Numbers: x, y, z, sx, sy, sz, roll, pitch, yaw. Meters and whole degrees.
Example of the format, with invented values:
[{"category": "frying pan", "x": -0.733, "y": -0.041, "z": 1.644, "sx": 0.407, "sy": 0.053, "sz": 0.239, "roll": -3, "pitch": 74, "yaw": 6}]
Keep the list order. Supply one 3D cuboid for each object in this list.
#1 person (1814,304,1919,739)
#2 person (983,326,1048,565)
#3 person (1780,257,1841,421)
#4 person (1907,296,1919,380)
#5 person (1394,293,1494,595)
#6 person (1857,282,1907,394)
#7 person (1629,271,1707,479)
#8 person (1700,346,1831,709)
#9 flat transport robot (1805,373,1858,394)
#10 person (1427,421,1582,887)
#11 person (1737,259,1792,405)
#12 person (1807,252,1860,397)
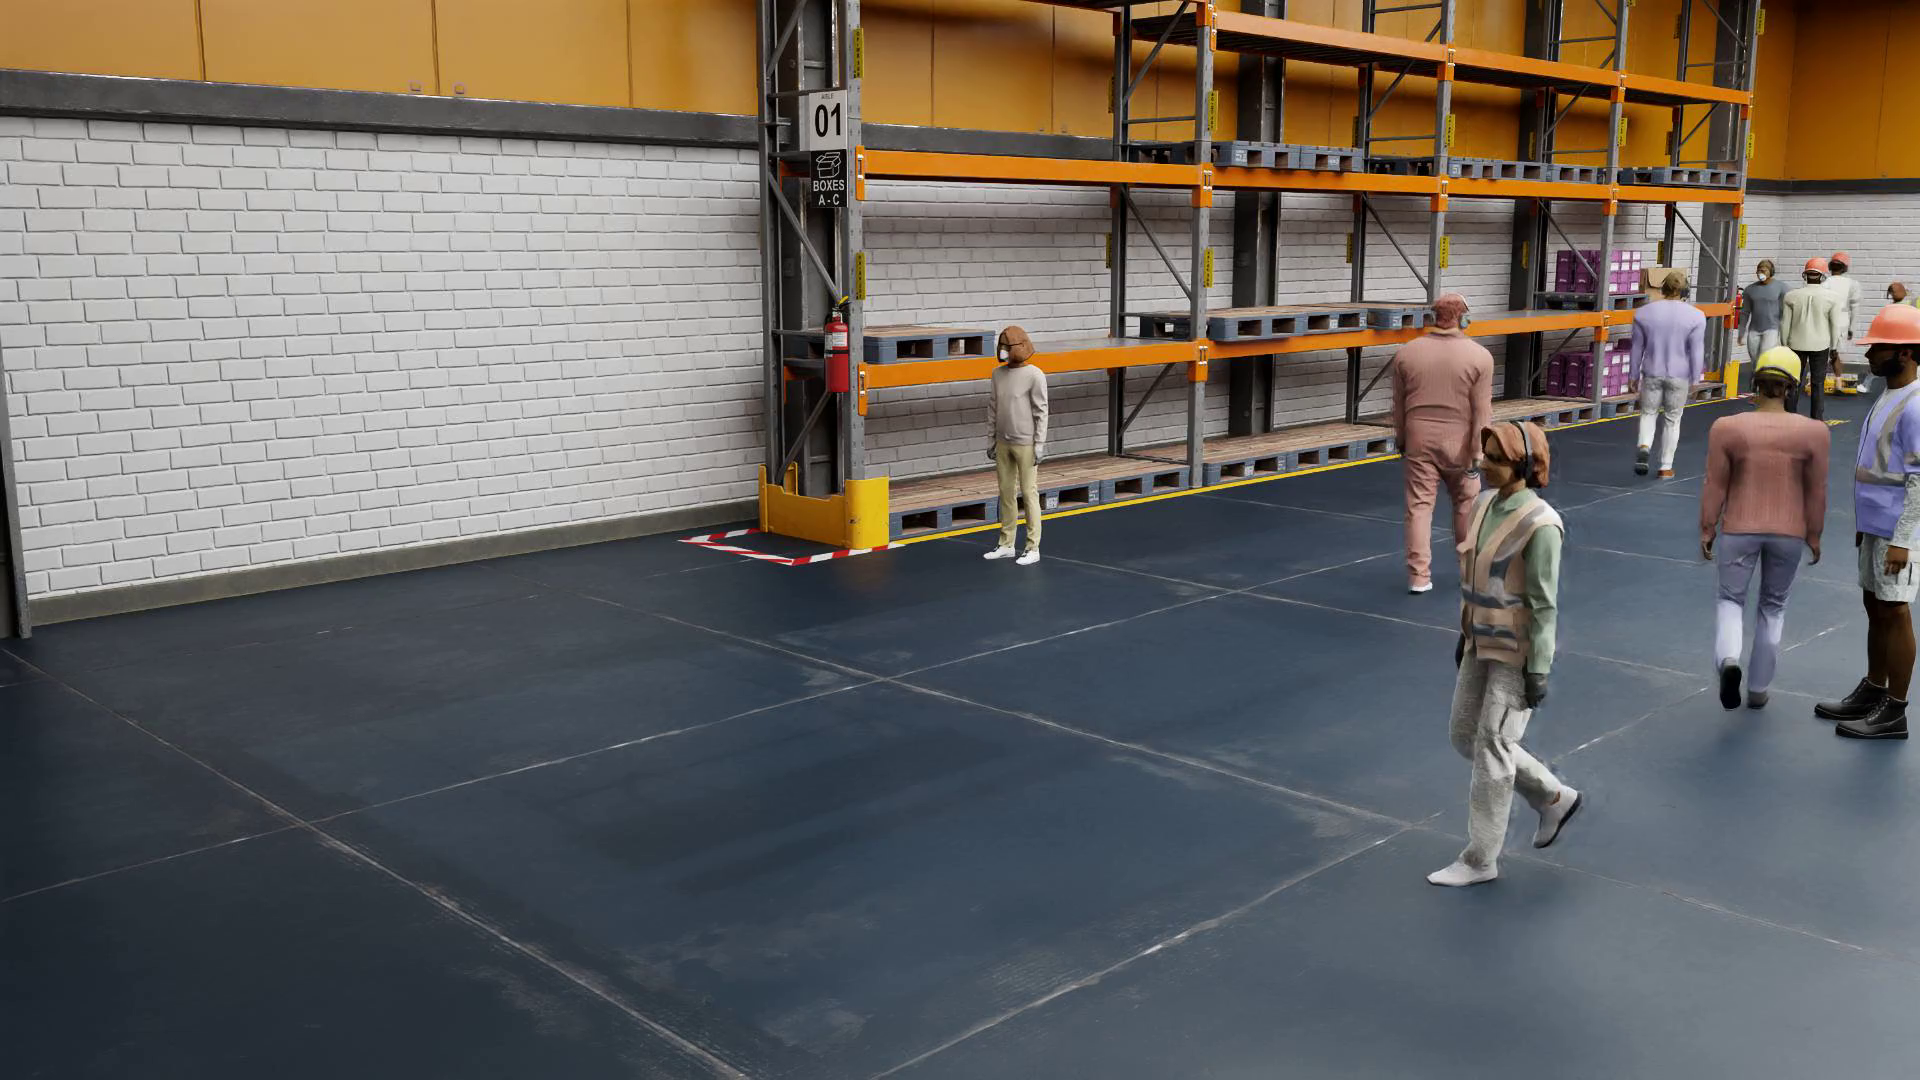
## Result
[{"category": "person", "x": 4.126, "y": -0.074, "z": 7.422, "sx": 0.369, "sy": 1.939, "sz": 0.542, "roll": 3, "pitch": 11, "yaw": 14}, {"category": "person", "x": 0.380, "y": -0.647, "z": 11.383, "sx": 0.271, "sy": 1.631, "sz": 0.507, "roll": -10, "pitch": 15, "yaw": -44}, {"category": "person", "x": 9.558, "y": -2.172, "z": 18.714, "sx": 0.611, "sy": 1.995, "sz": 0.375, "roll": 7, "pitch": 12, "yaw": 33}, {"category": "person", "x": 10.791, "y": -2.042, "z": 18.423, "sx": 0.429, "sy": 1.843, "sz": 0.633, "roll": -8, "pitch": 13, "yaw": -39}, {"category": "person", "x": 3.084, "y": -0.614, "z": 10.542, "sx": 0.653, "sy": 1.880, "sz": 0.799, "roll": 6, "pitch": 12, "yaw": 31}, {"category": "person", "x": 13.048, "y": -2.809, "z": 23.287, "sx": 0.861, "sy": 1.581, "sz": 0.488, "roll": 0, "pitch": 10, "yaw": 2}, {"category": "person", "x": 6.425, "y": -1.484, "z": 15.162, "sx": 0.640, "sy": 1.918, "sz": 0.619, "roll": 7, "pitch": 12, "yaw": 33}, {"category": "person", "x": 3.732, "y": -0.028, "z": 7.745, "sx": 0.528, "sy": 1.737, "sz": 0.591, "roll": 5, "pitch": 11, "yaw": 24}, {"category": "flat transport robot", "x": 12.553, "y": -2.269, "z": 23.948, "sx": 0.652, "sy": 0.197, "sz": 1.431, "roll": 5, "pitch": 12, "yaw": 27}, {"category": "person", "x": 1.909, "y": 0.392, "z": 5.723, "sx": 0.531, "sy": 1.625, "sz": 0.526, "roll": -2, "pitch": 10, "yaw": -8}, {"category": "person", "x": 10.581, "y": -2.729, "z": 21.945, "sx": 0.493, "sy": 1.920, "sz": 0.660, "roll": -8, "pitch": 13, "yaw": -37}, {"category": "person", "x": 11.998, "y": -2.942, "z": 22.891, "sx": 0.610, "sy": 2.020, "sz": 0.424, "roll": 1, "pitch": 10, "yaw": 5}]
